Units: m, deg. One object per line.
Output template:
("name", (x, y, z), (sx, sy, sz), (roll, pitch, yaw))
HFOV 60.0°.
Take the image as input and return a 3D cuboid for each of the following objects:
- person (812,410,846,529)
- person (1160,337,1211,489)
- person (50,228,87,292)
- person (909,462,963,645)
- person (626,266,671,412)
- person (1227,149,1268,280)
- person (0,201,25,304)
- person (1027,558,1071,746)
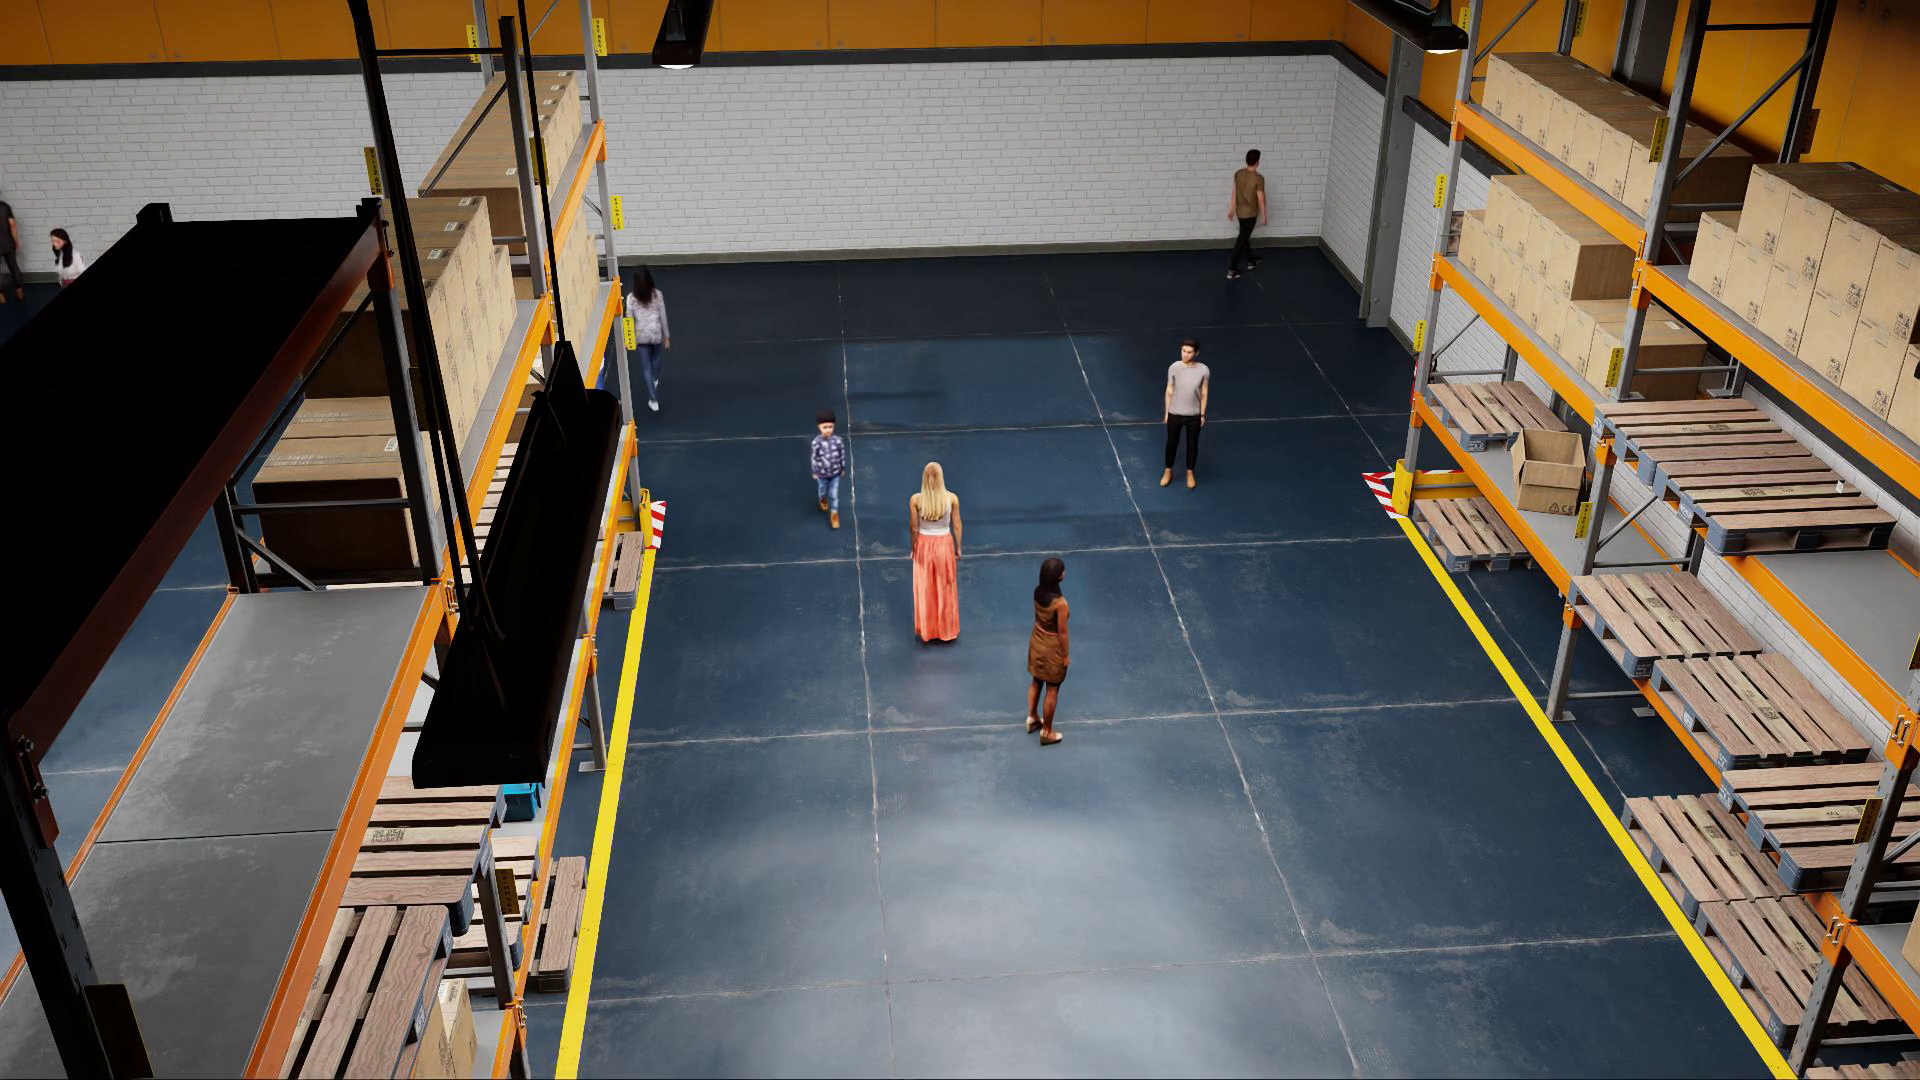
("person", (-1.371, -0.766, 17.219), (0.551, 1.237, 0.815), (-6, 29, -10))
("person", (2.423, -1.384, 17.849), (0.662, 1.717, 0.629), (6, 29, 10))
("person", (-11.079, -3.115, 21.009), (0.794, 1.731, 0.940), (9, 30, 16))
("person", (-0.228, 0.124, 14.996), (0.657, 1.802, 0.622), (2, 29, 3))
("person", (-3.670, -2.350, 19.653), (0.861, 1.685, 1.207), (-10, 30, -18))
("person", (4.008, -4.610, 23.652), (1.101, 1.823, 1.125), (-21, 35, -33))
("person", (-13.167, -4.093, 22.825), (0.817, 1.708, 0.770), (24, 36, 36))
("person", (0.736, 0.902, 13.694), (0.695, 1.683, 0.584), (-17, 33, -28))
